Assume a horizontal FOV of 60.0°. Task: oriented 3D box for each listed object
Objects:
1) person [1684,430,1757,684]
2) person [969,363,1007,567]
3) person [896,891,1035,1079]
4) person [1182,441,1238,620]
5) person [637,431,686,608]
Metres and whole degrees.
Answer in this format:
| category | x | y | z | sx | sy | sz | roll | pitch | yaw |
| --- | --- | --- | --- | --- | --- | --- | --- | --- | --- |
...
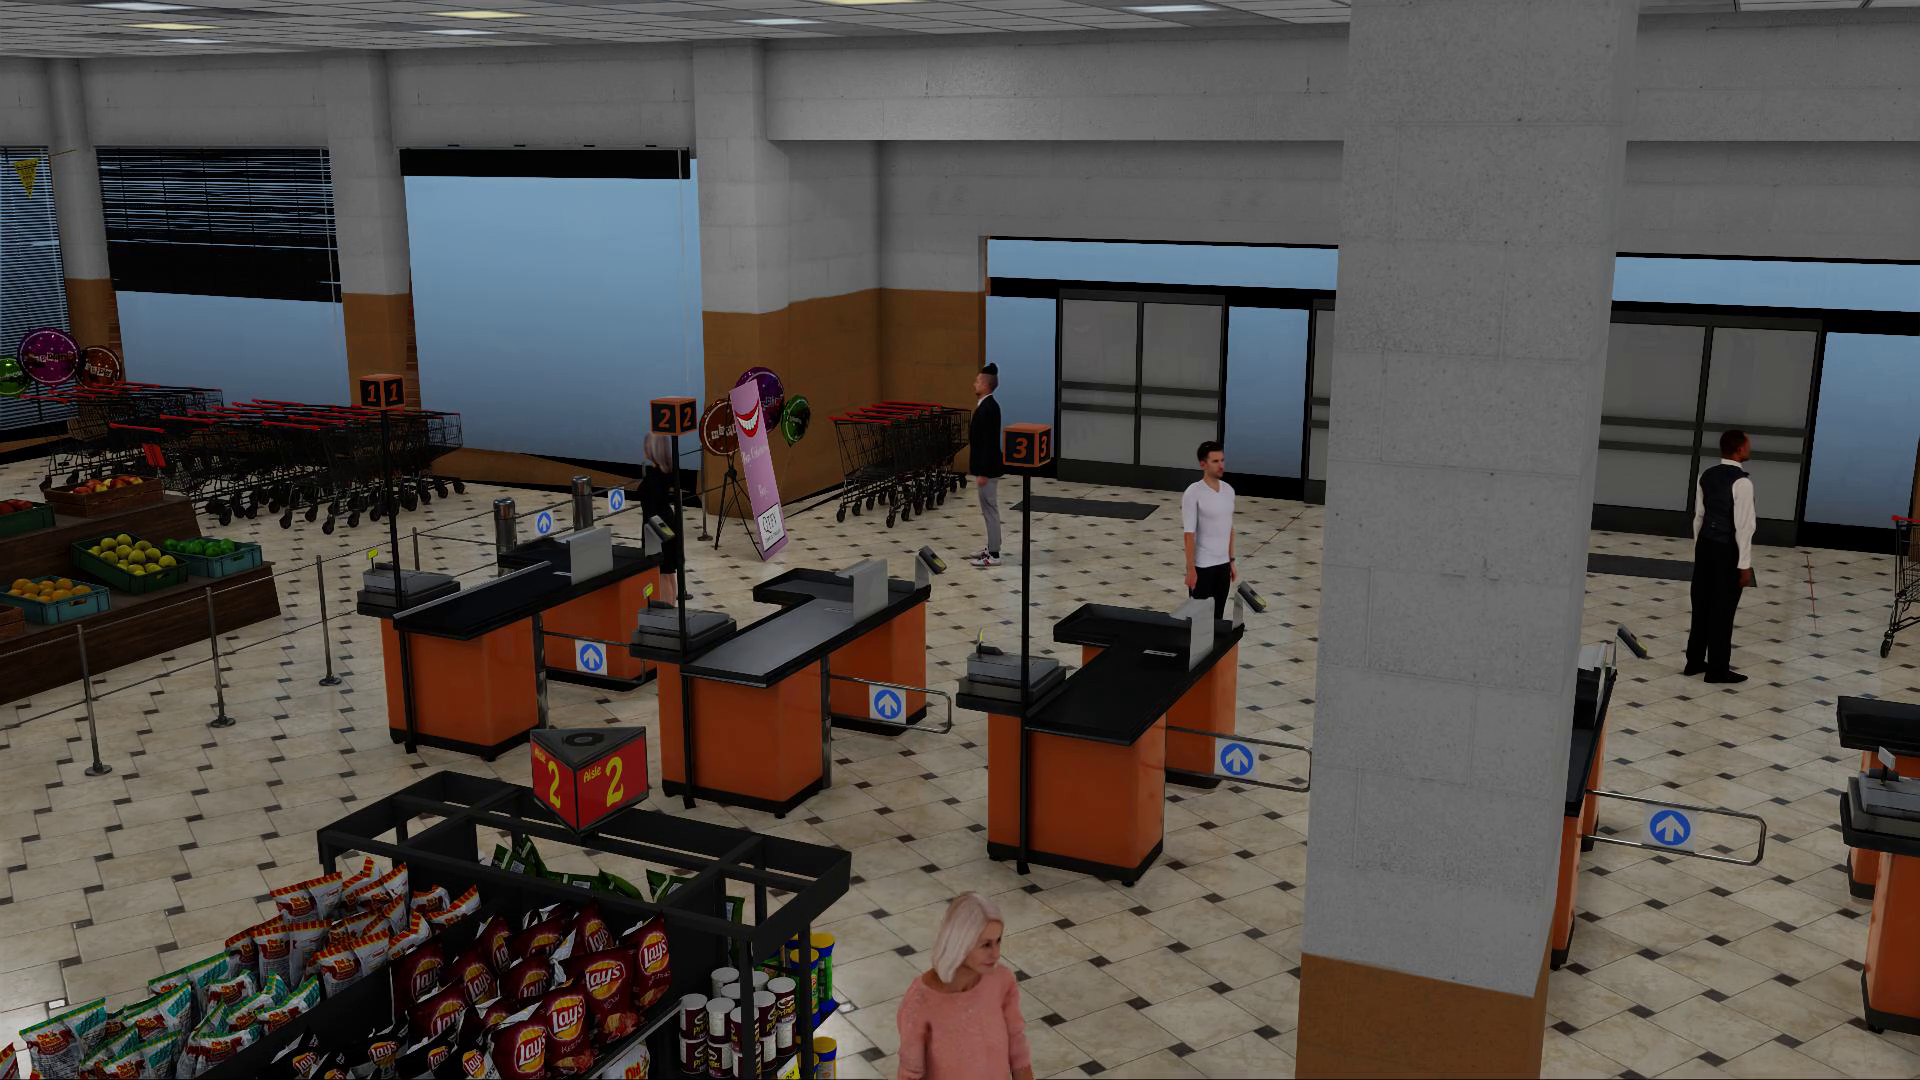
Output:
| category | x | y | z | sx | sy | sz | roll | pitch | yaw |
| --- | --- | --- | --- | --- | --- | --- | --- | --- | --- |
| person | 5.746 | 0.114 | 12.561 | 0.833 | 1.919 | 0.763 | -4 | 14 | -17 |
| person | 0.268 | -0.730 | 15.975 | 0.851 | 1.949 | 0.683 | 0 | 14 | 2 |
| person | -0.069 | 1.993 | 5.589 | 1.194 | 1.552 | 0.972 | -13 | 18 | -42 |
| person | 1.859 | 0.171 | 12.467 | 0.674 | 1.852 | 0.809 | -10 | 17 | -37 |
| person | -2.443 | -0.035 | 13.539 | 0.738 | 1.747 | 0.624 | 1 | 14 | 3 |
